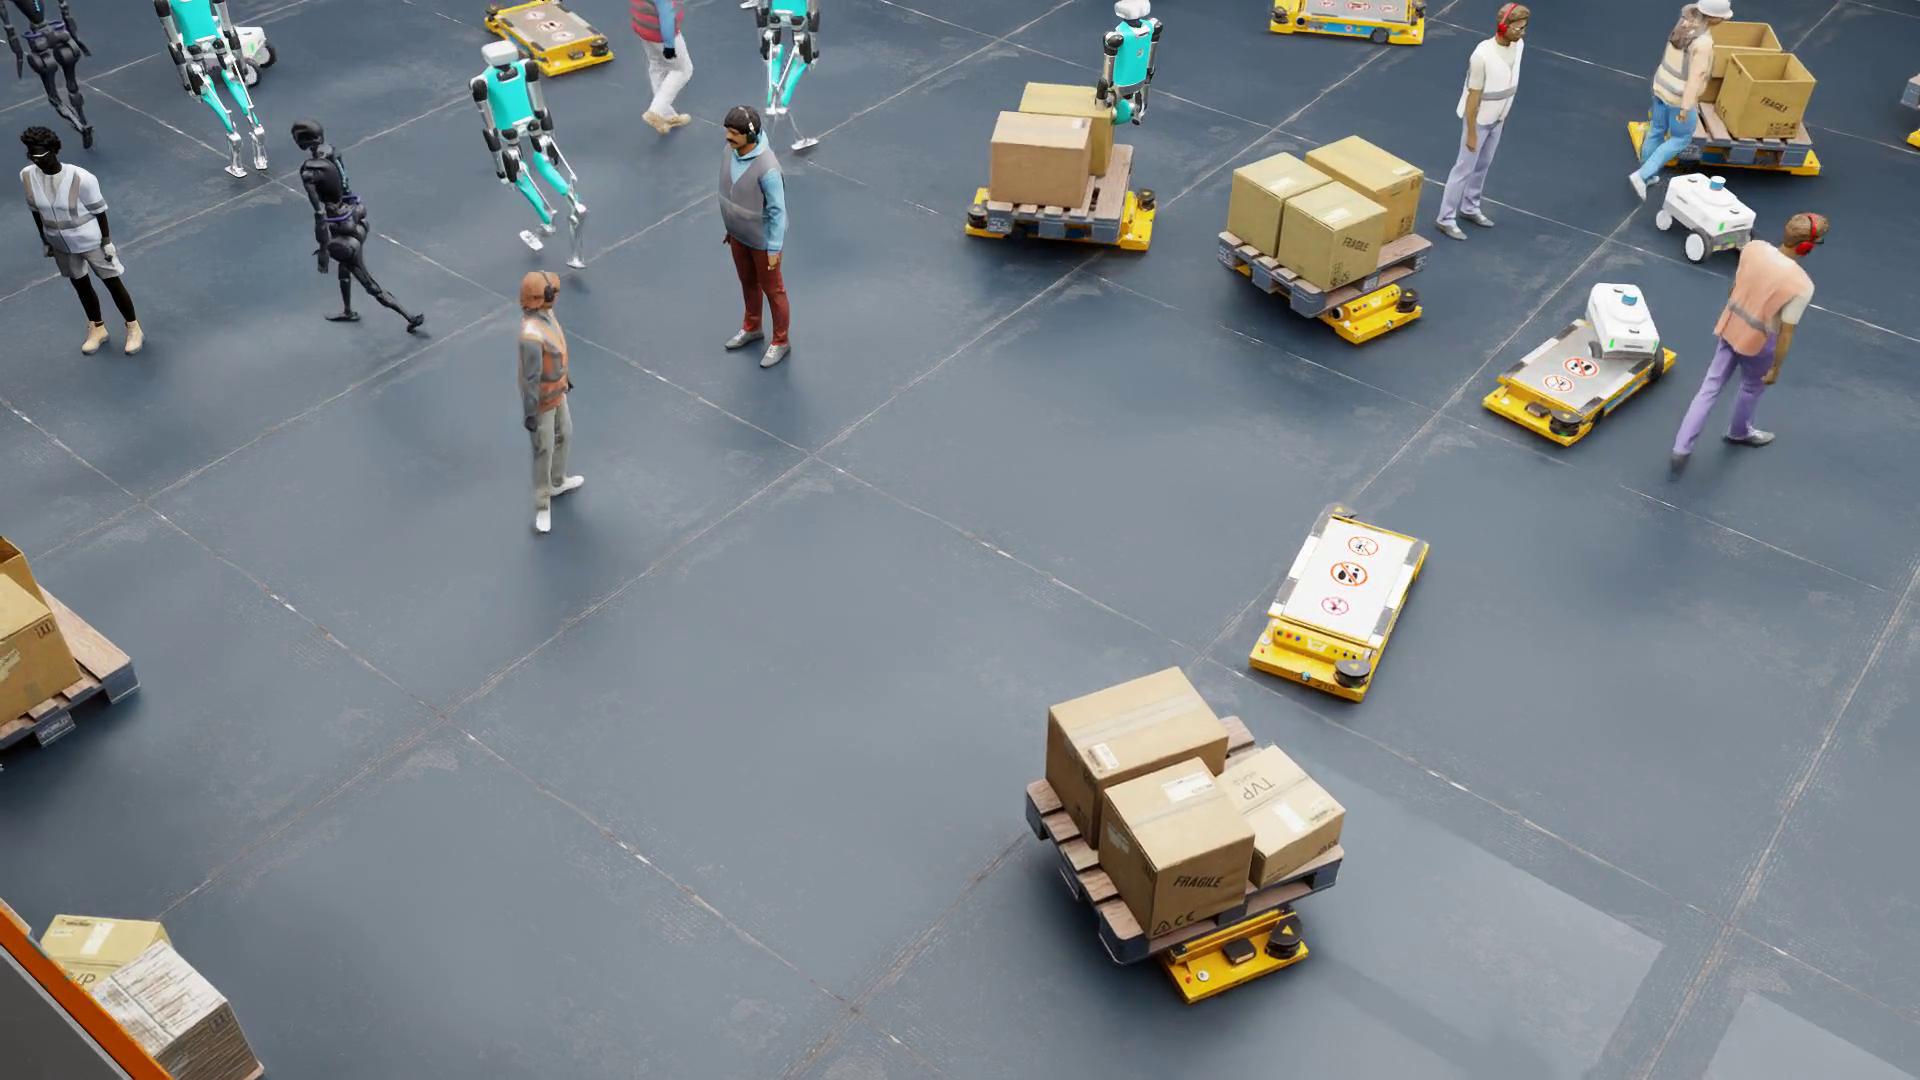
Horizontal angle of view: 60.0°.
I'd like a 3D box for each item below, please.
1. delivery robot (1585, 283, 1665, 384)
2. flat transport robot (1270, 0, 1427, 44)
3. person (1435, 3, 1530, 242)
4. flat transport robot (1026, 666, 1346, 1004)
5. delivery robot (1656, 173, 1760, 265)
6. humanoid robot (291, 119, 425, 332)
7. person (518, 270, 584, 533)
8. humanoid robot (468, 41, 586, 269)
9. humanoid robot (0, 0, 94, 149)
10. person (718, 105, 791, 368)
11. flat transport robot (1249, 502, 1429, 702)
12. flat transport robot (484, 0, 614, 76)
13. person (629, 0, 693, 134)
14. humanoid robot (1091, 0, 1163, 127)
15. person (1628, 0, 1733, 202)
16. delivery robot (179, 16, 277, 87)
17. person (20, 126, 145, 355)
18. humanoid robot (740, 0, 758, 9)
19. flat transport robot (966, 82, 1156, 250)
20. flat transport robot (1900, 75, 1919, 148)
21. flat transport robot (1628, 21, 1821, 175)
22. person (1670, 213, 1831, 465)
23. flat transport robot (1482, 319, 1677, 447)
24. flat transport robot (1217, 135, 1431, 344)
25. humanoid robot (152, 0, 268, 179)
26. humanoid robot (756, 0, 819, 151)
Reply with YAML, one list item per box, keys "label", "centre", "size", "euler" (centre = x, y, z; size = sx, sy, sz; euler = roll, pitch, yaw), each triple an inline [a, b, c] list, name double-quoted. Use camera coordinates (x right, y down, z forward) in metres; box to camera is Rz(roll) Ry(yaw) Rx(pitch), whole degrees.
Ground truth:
- label: "delivery robot"
  centre: [4.597, -1.437, 11.562]
  size: [0.501, 0.613, 0.784]
  euler: [4, 40, 4]
- label: "flat transport robot"
  centre: [3.738, -5.039, 16.005]
  size: [1.431, 0.231, 0.659]
  euler: [9, 41, 10]
- label: "person"
  centre: [3.976, -3.185, 12.613]
  size: [0.564, 1.838, 0.394]
  euler: [-29, 48, -30]
- label: "flat transport robot"
  centre: [1.061, 1.582, 8.216]
  size: [0.659, 0.231, 1.431]
  euler: [-16, 43, -18]
- label: "delivery robot"
  centre: [5.759, -2.509, 12.803]
  size: [0.499, 0.587, 0.789]
  euler: [-11, 42, -13]
- label: "humanoid robot"
  centre: [-4.243, -2.165, 11.597]
  size: [0.802, 1.646, 0.601]
  euler: [3, 40, 4]
- label: "person"
  centre: [-2.500, -0.831, 10.018]
  size: [0.350, 1.605, 0.668]
  euler: [0, 40, 0]
- label: "humanoid robot"
  centre: [-3.059, -2.703, 12.131]
  size: [0.547, 1.734, 1.013]
  euler: [-30, 49, -31]
- label: "humanoid robot"
  centre: [-7.522, -4.087, 13.806]
  size: [0.599, 1.635, 0.610]
  euler: [27, 47, 28]
- label: "person"
  centre: [-1.380, -2.067, 11.266]
  size: [0.533, 1.881, 0.413]
  euler: [31, 49, 31]
- label: "flat transport robot"
  centre: [2.233, 0.331, 9.689]
  size: [0.659, 0.231, 1.431]
  euler: [18, 44, 20]
- label: "flat transport robot"
  centre: [-3.895, -4.772, 15.691]
  size: [0.659, 0.231, 1.431]
  euler: [-25, 46, -27]
- label: "person"
  centre: [-2.517, -4.266, 13.897]
  size: [0.466, 1.824, 0.632]
  euler: [-26, 47, -27]
- label: "humanoid robot"
  centre: [1.133, -3.439, 12.887]
  size: [0.533, 1.677, 0.735]
  euler: [-27, 47, -28]
- label: "person"
  centre: [5.593, -3.488, 13.071]
  size: [0.475, 1.711, 0.487]
  euler: [-12, 42, -14]
- label: "delivery robot"
  centre: [-6.655, -4.440, 15.086]
  size: [0.795, 0.602, 0.499]
  euler: [0, 40, 0]
- label: "person"
  centre: [-6.029, -2.039, 11.374]
  size: [0.534, 1.696, 0.318]
  euler: [2, 40, 2]
- label: "humanoid robot"
  centre: [-1.923, -5.945, 16.009]
  size: [0.838, 1.872, 0.552]
  euler: [-17, 43, -19]
- label: "flat transport robot"
  centre: [0.801, -2.578, 13.110]
  size: [1.431, 0.231, 0.659]
  euler: [6, 41, 7]
- label: "flat transport robot"
  centre: [8.844, -3.552, 14.257]
  size: [1.431, 0.231, 0.659]
  euler: [-25, 46, -26]
- label: "flat transport robot"
  centre: [6.435, -3.355, 14.025]
  size: [1.431, 0.231, 0.659]
  euler: [6, 41, 6]
- label: "person"
  centre: [4.938, -1.255, 10.379]
  size: [0.764, 1.807, 0.643]
  euler: [-17, 43, -19]
- label: "flat transport robot"
  centre: [4.269, -1.133, 11.410]
  size: [1.431, 0.231, 0.659]
  euler: [-32, 50, -32]
- label: "flat transport robot"
  centre: [2.681, -1.946, 12.367]
  size: [0.659, 0.231, 1.431]
  euler: [-24, 46, -26]
- label: "humanoid robot"
  centre: [-5.834, -3.640, 13.123]
  size: [0.533, 1.677, 0.735]
  euler: [-26, 47, -27]
- label: "humanoid robot"
  centre: [-1.465, -3.919, 13.550]
  size: [0.561, 1.775, 0.779]
  euler: [8, 41, 10]
